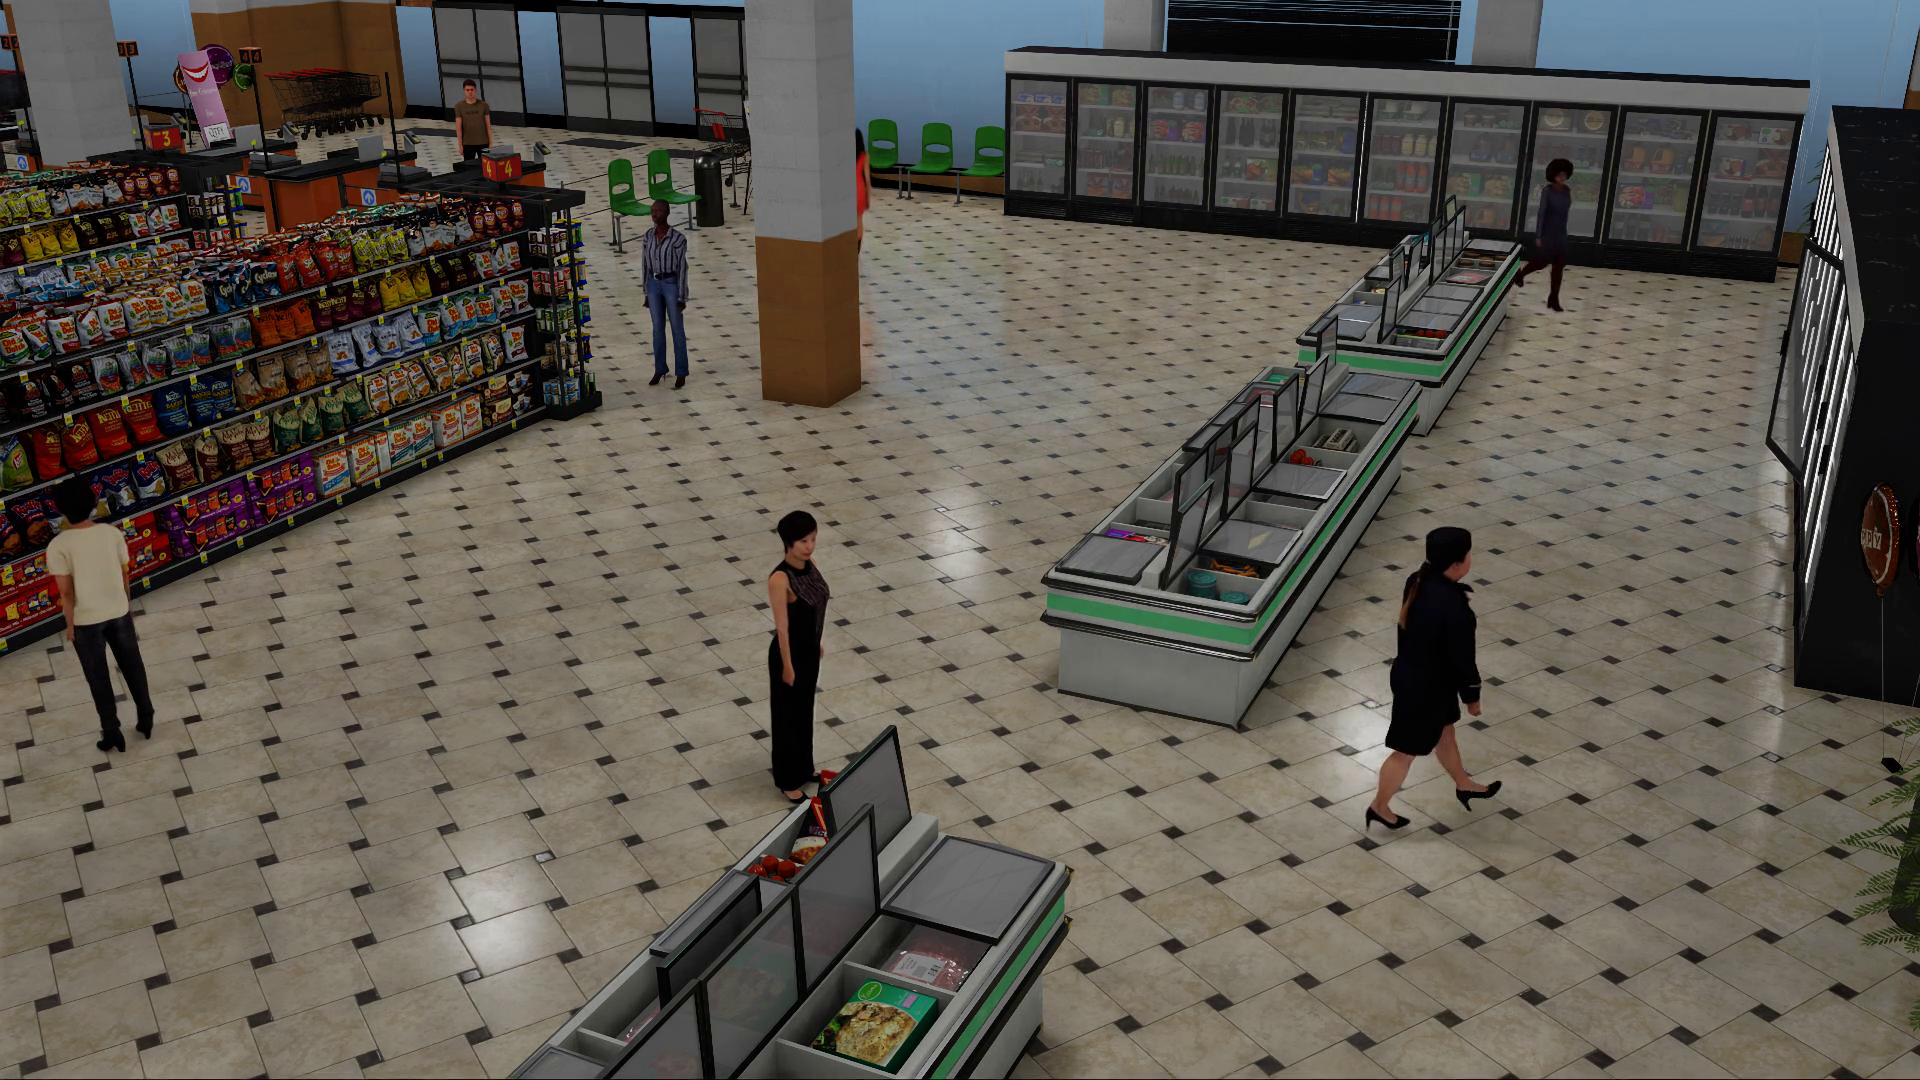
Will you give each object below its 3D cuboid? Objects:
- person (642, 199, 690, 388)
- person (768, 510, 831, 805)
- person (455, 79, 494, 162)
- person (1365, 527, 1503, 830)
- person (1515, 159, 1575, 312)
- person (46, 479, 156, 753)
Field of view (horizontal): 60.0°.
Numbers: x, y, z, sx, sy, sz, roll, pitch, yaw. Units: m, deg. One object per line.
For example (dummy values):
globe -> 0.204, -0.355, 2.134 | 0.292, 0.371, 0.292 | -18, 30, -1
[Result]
person -> -2.811, -2.362, 15.894 | 0.640, 1.796, 0.553 | 7, 23, 17
person -> -0.871, 0.602, 8.778 | 0.647, 1.603, 0.462 | 8, 23, 20
person -> -7.107, -5.814, 24.412 | 0.729, 1.851, 0.804 | -9, 24, -22
person -> 2.274, 0.752, 8.353 | 1.091, 1.639, 1.092 | -3, 22, -8
person -> 6.575, -3.428, 18.688 | 0.996, 1.692, 1.018 | -12, 25, -28
person -> -4.783, 0.422, 9.245 | 0.690, 1.588, 0.478 | 15, 27, 33
